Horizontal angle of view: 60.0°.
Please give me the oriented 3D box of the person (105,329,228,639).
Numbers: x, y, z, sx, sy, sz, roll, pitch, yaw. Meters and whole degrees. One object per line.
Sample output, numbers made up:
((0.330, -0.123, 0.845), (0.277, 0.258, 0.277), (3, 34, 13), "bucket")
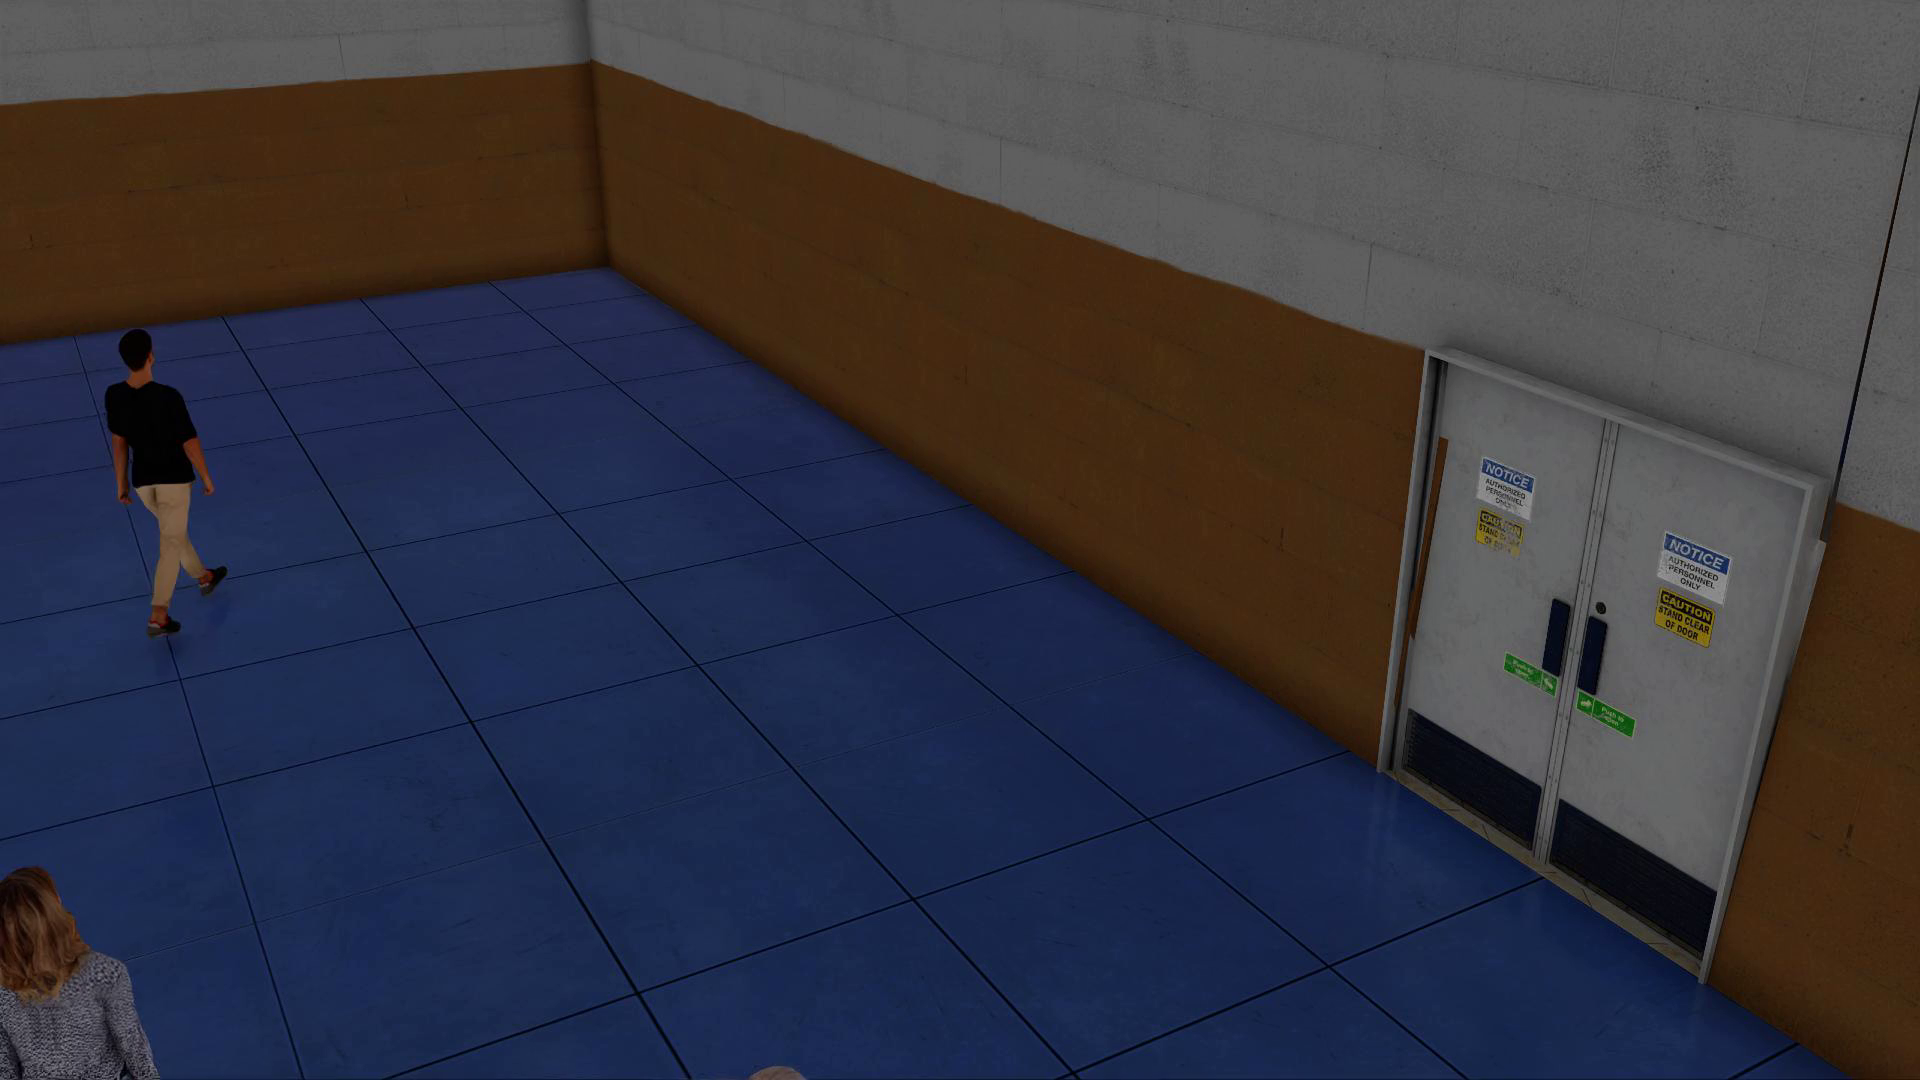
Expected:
((-4.763, -0.294, 9.857), (1.221, 1.813, 1.185), (2, 24, 5), "person")

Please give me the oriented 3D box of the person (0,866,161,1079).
((-2.700, 1.846, 5.084), (1.222, 1.744, 1.066), (-1, 24, -3), "person")
